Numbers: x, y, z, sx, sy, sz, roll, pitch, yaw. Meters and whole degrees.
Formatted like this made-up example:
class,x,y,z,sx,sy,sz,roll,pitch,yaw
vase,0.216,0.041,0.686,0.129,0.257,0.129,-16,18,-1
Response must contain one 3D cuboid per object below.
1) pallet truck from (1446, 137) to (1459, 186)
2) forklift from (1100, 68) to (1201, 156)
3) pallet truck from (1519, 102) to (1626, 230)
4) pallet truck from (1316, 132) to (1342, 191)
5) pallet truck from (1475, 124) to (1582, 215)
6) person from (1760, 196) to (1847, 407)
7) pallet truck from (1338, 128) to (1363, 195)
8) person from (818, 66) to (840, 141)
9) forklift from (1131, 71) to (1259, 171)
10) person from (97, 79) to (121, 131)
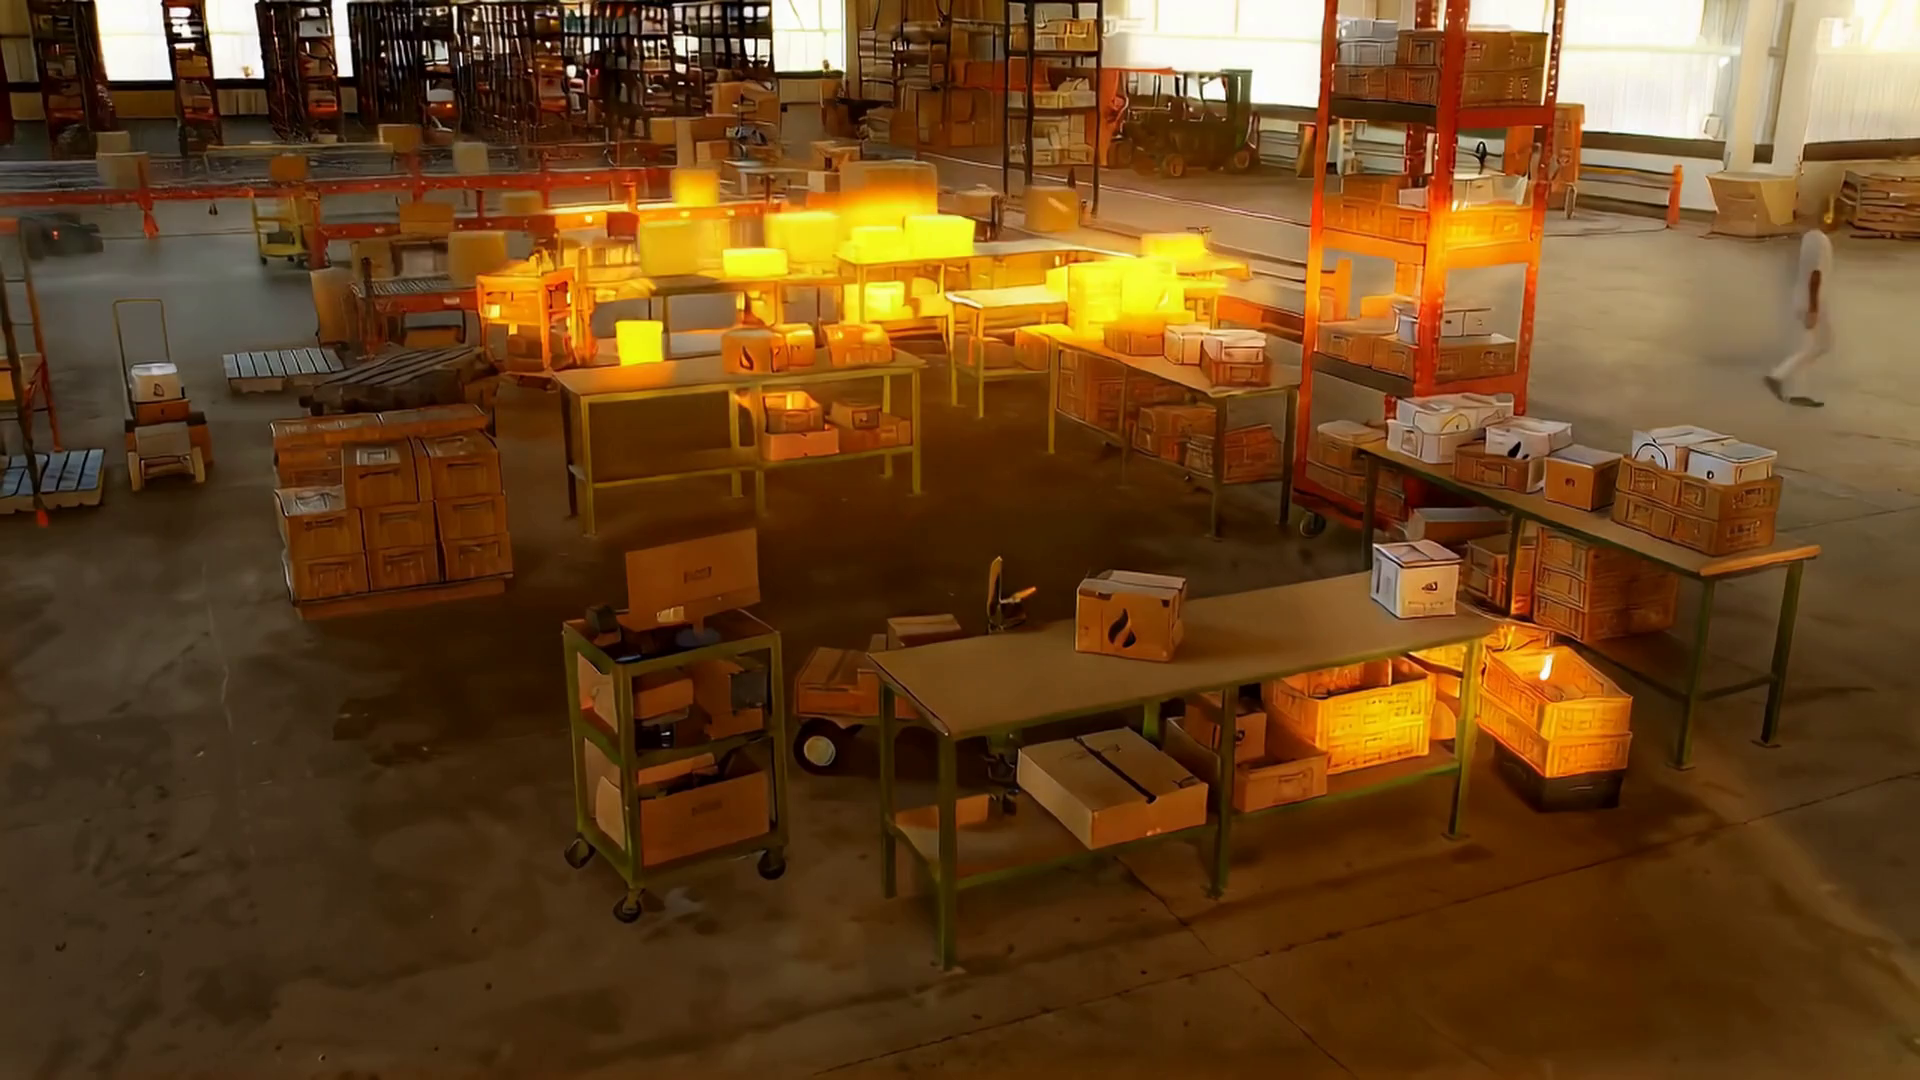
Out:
class,x,y,z,sx,sy,sz,roll,pitch,yaw
pallet truck,9.184,-6.485,29.328,1.630,1.274,0.653,-8,19,-23
forklift,4.082,-9.564,37.410,2.680,1.987,1.157,-8,19,-23
pallet truck,9.972,-6.037,26.785,1.885,1.965,0.823,-9,20,-25
pallet truck,7.723,-7.504,32.656,1.601,1.201,0.680,-8,19,-23
pallet truck,9.707,-6.455,28.103,1.885,1.965,0.823,-7,19,-20
person,7.404,-2.061,14.506,0.448,1.855,0.511,5,18,15
pallet truck,7.845,-7.140,31.411,1.522,1.261,0.704,-9,20,-25
person,-3.537,-11.703,44.675,0.654,1.964,0.837,2,18,7
forklift,4.998,-8.936,35.413,2.680,1.987,1.157,-9,20,-25
person,-21.280,-10.580,41.475,0.985,1.780,0.585,1,18,3
